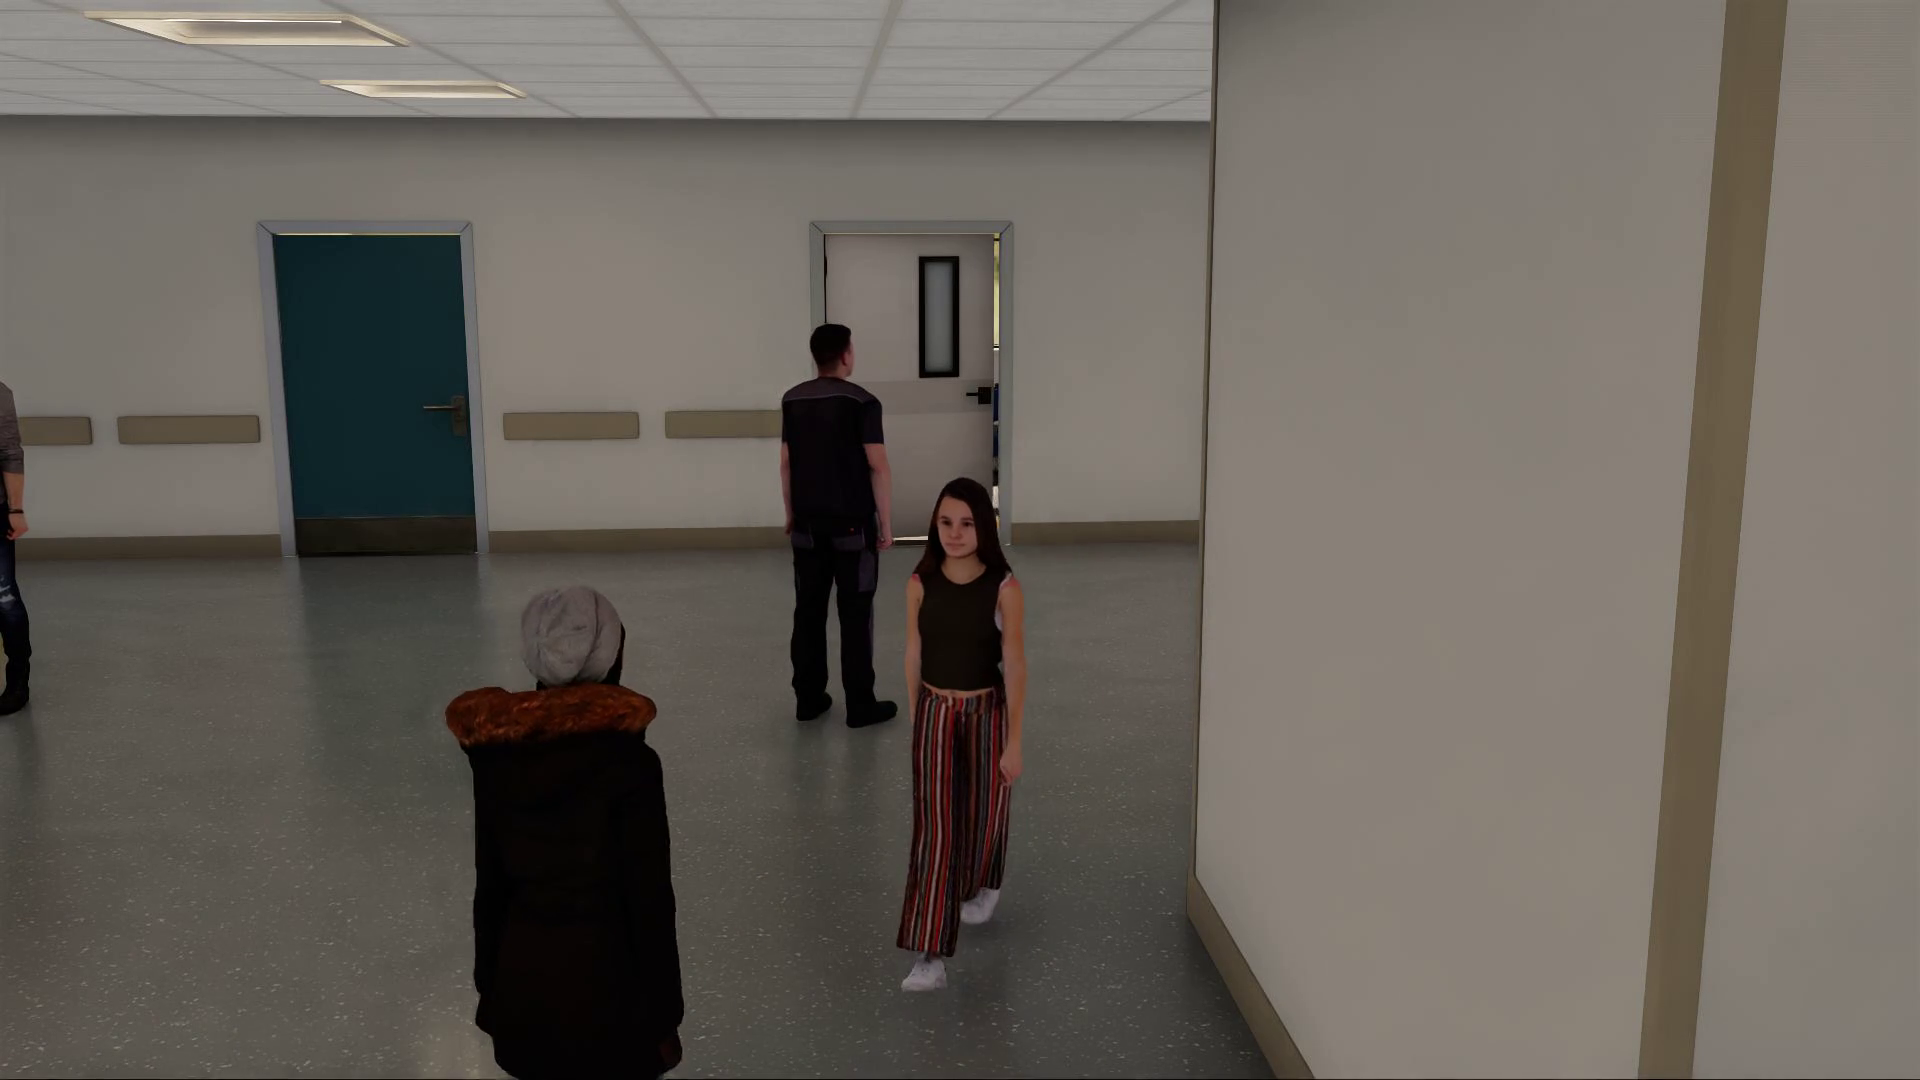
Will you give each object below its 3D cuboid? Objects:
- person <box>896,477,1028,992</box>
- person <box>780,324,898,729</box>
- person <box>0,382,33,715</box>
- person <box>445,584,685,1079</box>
[{"bbox_3d":[0.037,0.573,5.167,1.130,1.507,0.871,3,11,14],"label":"person"},{"bbox_3d":[-0.580,-0.073,7.666,0.747,1.845,0.873,6,12,27],"label":"person"},{"bbox_3d":[-4.669,-0.136,7.843,0.509,1.903,0.771,0,11,0],"label":"person"},{"bbox_3d":[-0.761,0.893,3.178,0.955,1.620,0.933,5,12,23],"label":"person"}]
